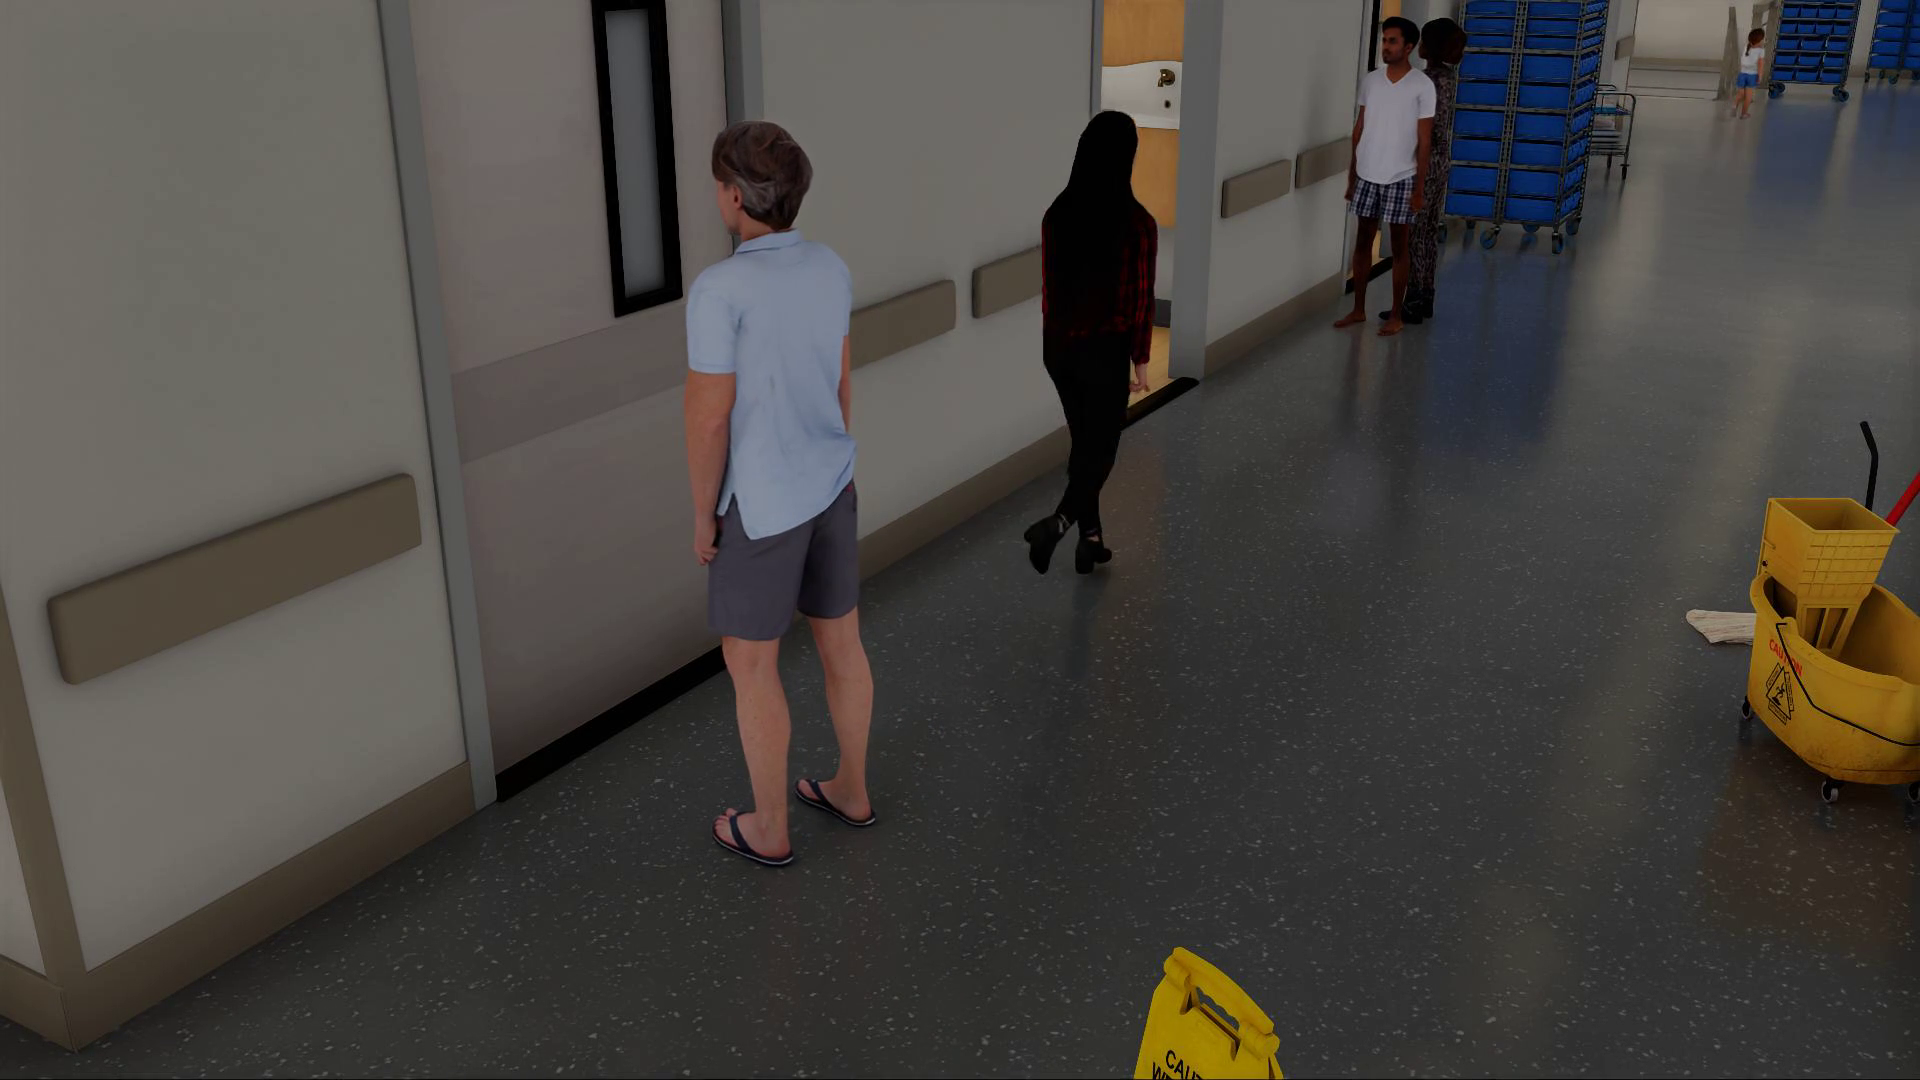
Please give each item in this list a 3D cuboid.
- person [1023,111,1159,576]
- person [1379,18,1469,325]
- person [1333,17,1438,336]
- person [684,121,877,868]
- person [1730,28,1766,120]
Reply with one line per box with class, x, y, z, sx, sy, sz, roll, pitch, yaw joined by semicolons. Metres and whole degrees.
person;0.396;-0.594;5.688;0.580;1.621;0.870;12;24;28
person;2.675;-2.117;9.579;0.658;1.714;0.537;15;25;34
person;2.419;-2.049;9.371;0.635;1.734;0.689;-19;28;-40
person;-0.420;-0.088;4.059;0.590;1.829;0.766;-19;28;-40
person;9.036;-5.349;19.102;0.599;1.012;0.528;-14;25;-32
